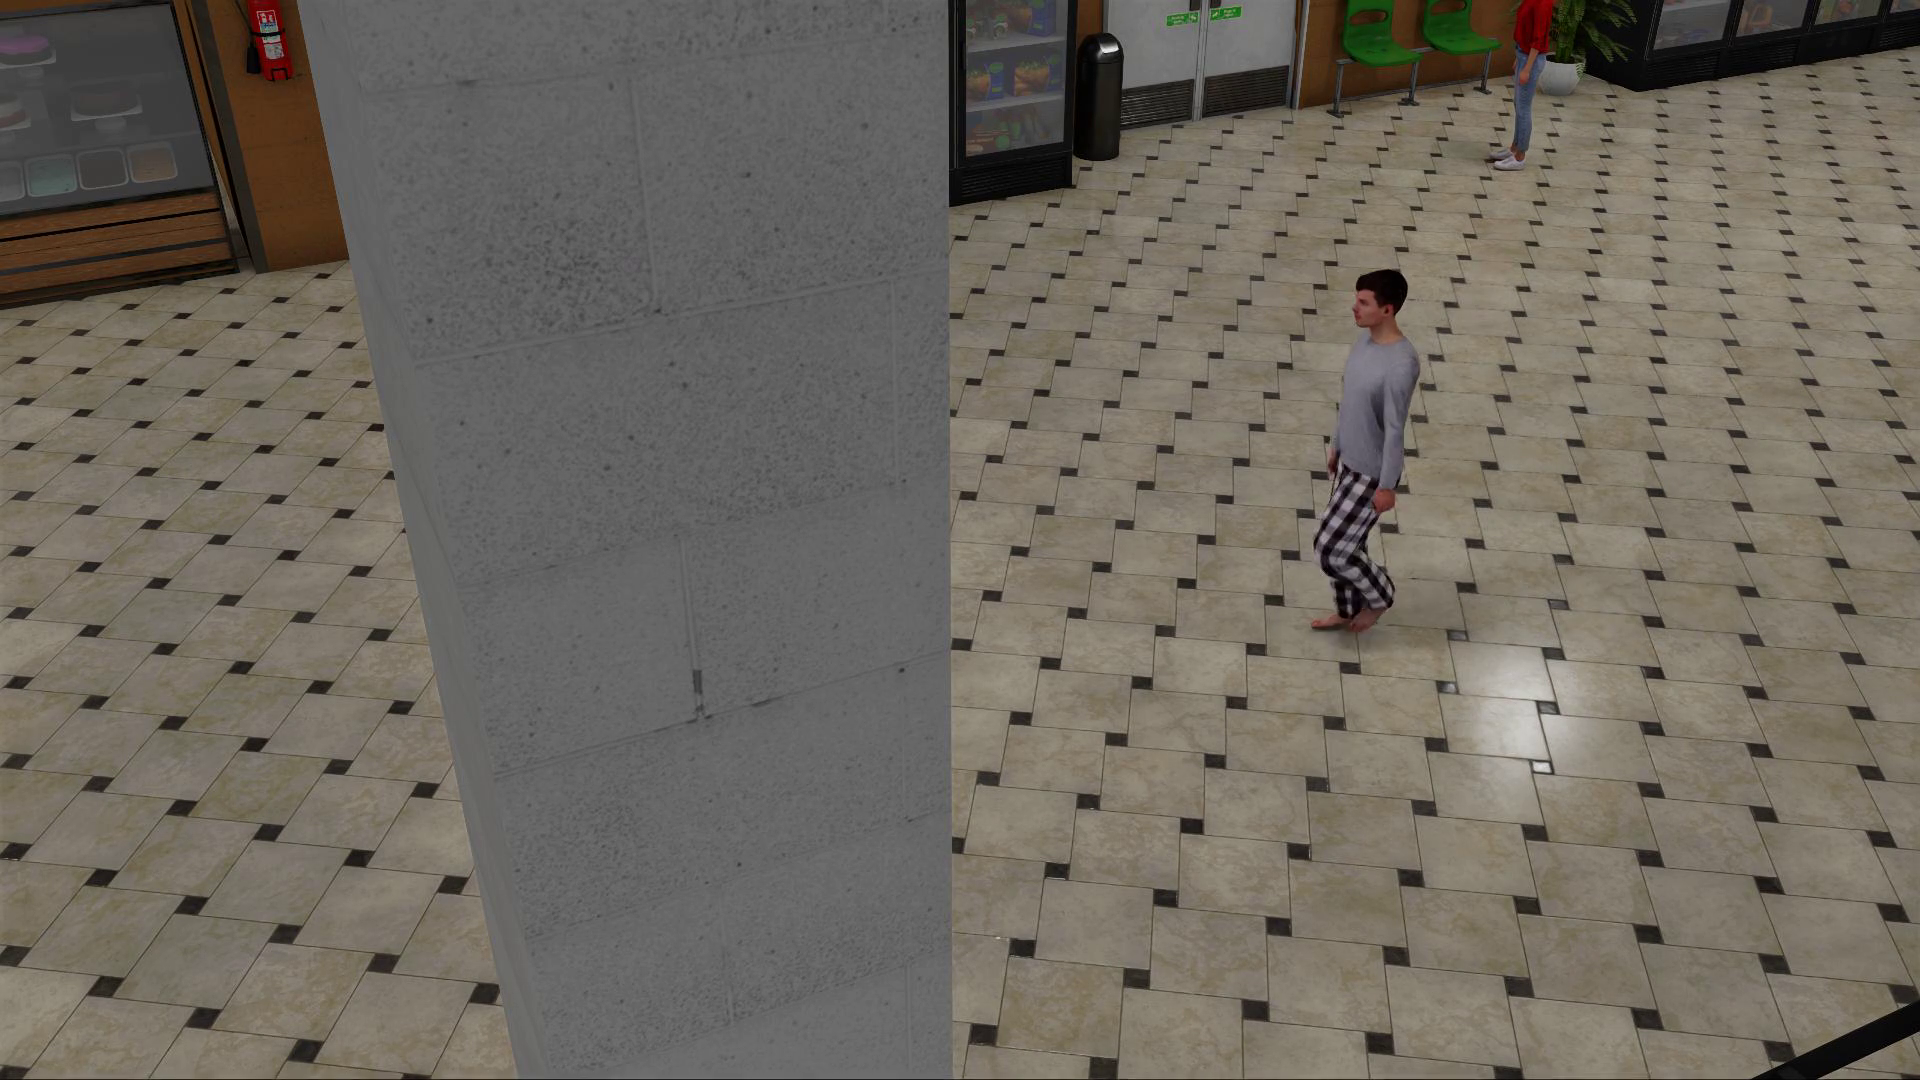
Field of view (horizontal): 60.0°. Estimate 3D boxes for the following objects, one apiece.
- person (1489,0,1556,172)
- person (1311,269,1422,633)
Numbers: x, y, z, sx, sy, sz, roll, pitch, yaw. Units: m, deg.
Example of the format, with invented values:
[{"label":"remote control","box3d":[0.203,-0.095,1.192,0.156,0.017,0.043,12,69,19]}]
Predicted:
[{"label":"person","box3d":[4.520,-3.802,13.210,0.747,1.705,0.636,5,32,7]},{"label":"person","box3d":[1.928,-0.351,7.539,0.806,1.837,0.717,-5,32,-8]}]
